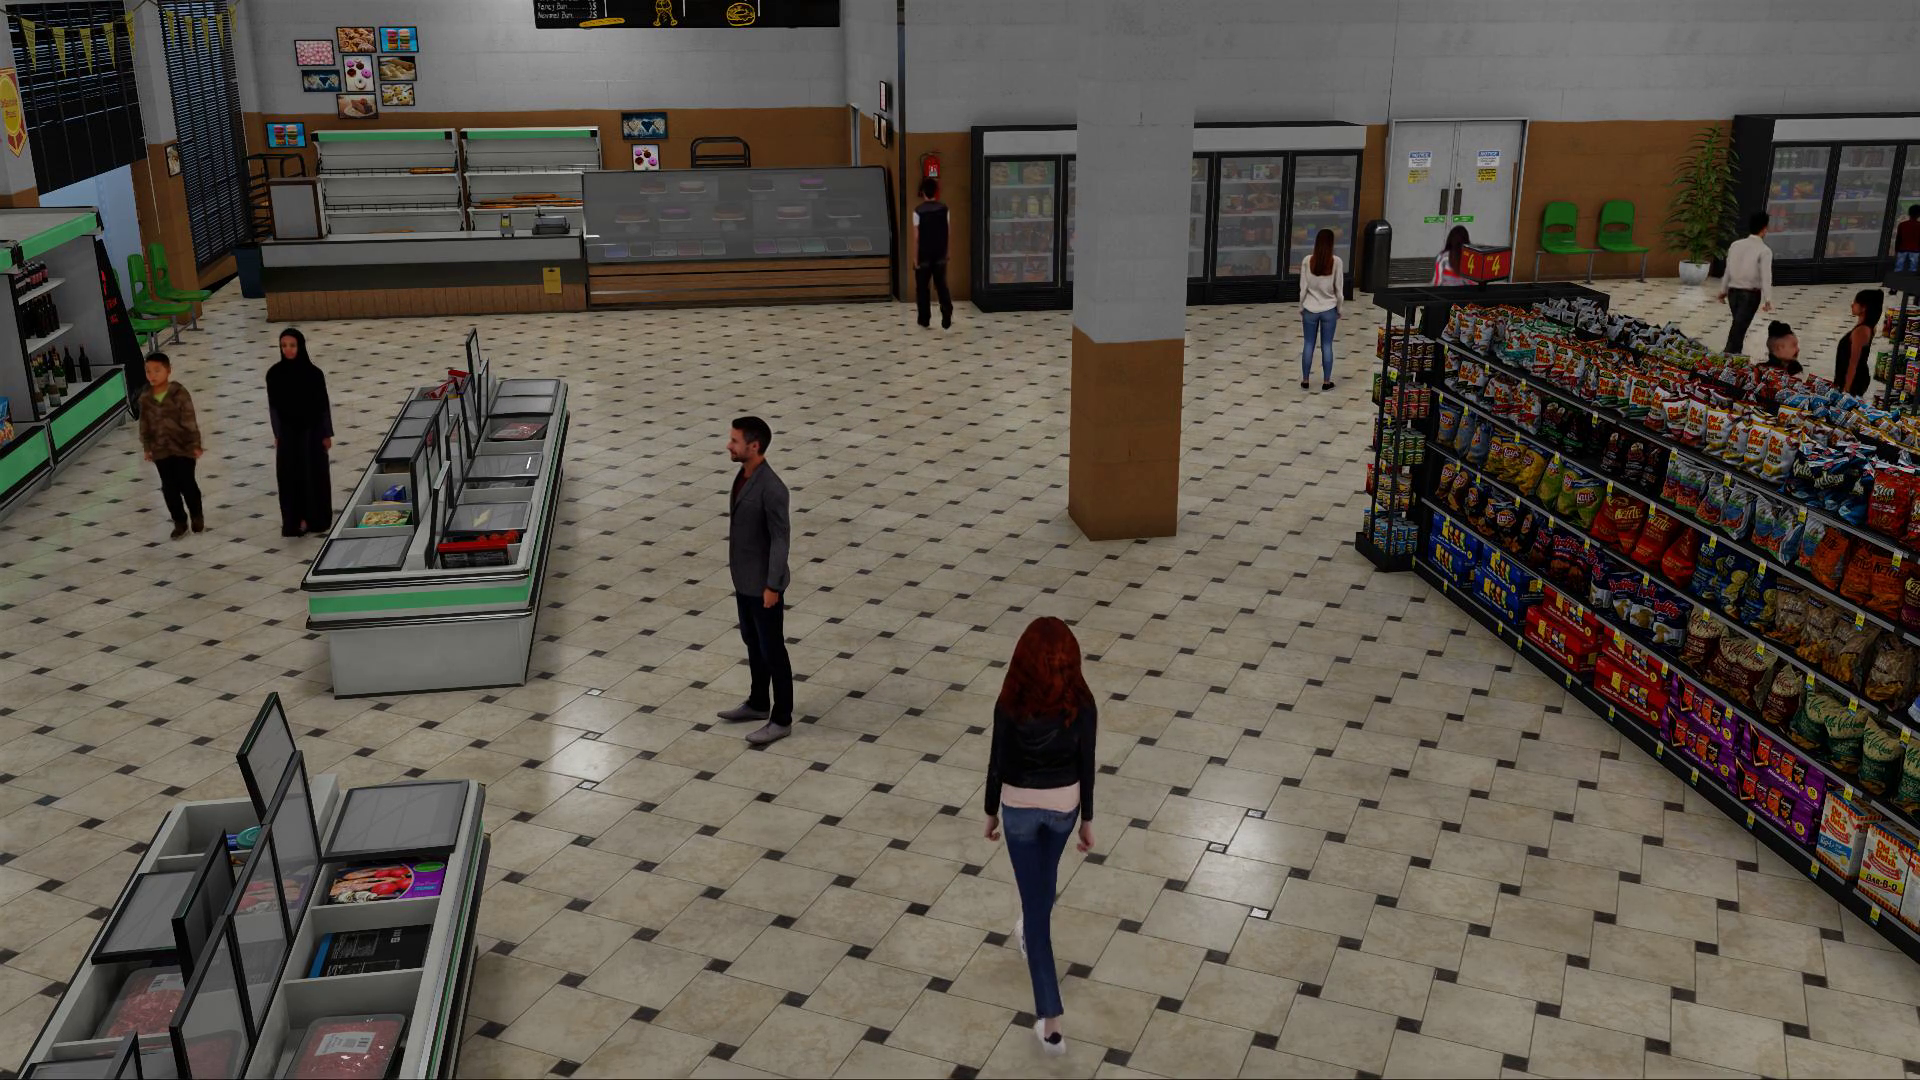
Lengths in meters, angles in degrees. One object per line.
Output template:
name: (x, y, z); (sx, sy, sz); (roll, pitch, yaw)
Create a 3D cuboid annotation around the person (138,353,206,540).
person: (-6.040, -0.738, 12.812); (0.607, 1.446, 0.594); (-2, 19, -6)

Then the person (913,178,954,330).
person: (-0.310, -3.464, 20.296); (0.721, 1.830, 1.057); (-6, 19, -17)

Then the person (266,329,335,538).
person: (-5.086, -0.856, 12.913); (0.609, 1.606, 0.811); (-3, 19, -9)

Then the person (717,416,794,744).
person: (-1.130, 0.205, 9.348); (0.820, 1.874, 0.673); (-11, 21, -29)

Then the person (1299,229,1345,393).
person: (3.762, -2.395, 17.343); (0.700, 1.692, 0.704); (6, 20, 17)

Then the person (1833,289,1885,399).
person: (7.707, -1.323, 14.241); (1.035, 1.643, 0.968); (13, 22, 33)

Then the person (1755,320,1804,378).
person: (5.671, -0.658, 11.966); (1.071, 1.836, 1.261); (-14, 23, -36)

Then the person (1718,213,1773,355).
person: (8.246, -2.552, 17.643); (0.828, 1.798, 0.708); (-8, 20, -23)

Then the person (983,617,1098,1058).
person: (0.331, 1.197, 6.632); (0.608, 1.730, 1.199); (-2, 19, -7)

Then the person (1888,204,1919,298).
person: (12.895, -3.938, 22.600); (0.588, 1.256, 0.640); (11, 21, 29)

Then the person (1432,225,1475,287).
person: (5.359, -2.589, 18.092); (0.790, 1.581, 1.112); (2, 19, 5)
